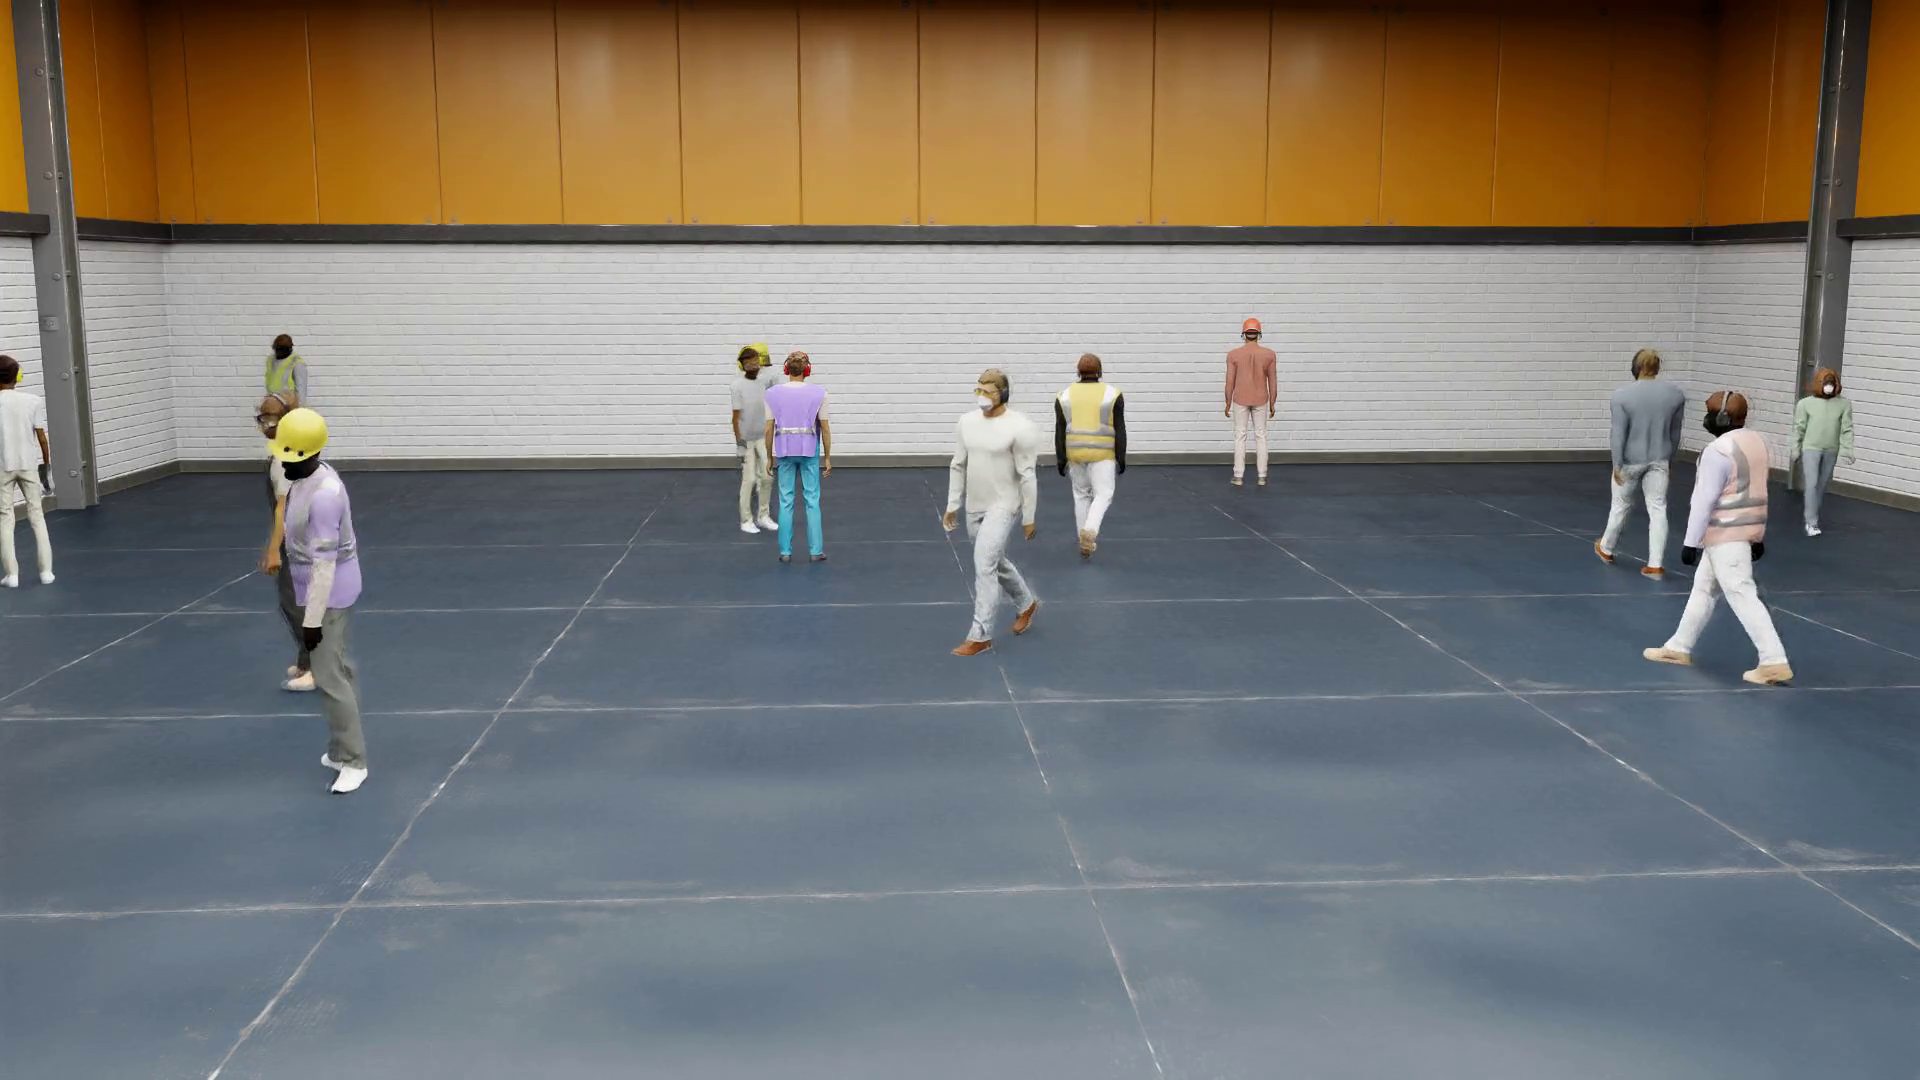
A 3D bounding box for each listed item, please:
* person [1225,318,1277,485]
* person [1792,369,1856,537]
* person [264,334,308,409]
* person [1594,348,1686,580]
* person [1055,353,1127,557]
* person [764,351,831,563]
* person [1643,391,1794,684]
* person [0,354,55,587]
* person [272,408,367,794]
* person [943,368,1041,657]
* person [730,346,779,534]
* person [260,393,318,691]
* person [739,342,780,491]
[{"bbox_3d":[3.466,-1.649,19.864,0.623,1.989,0.400,0,9,1],"label":"person"},{"bbox_3d":[8.269,-0.819,15.880,0.506,1.600,0.789,1,9,5],"label":"person"},{"bbox_3d":[-8.087,-1.590,20.117,0.691,1.804,0.597,5,11,30],"label":"person"},{"bbox_3d":[5.715,-0.659,13.972,0.640,1.882,1.024,0,9,3],"label":"person"},{"bbox_3d":[1.144,-0.742,14.710,0.631,1.824,0.771,3,10,20],"label":"person"},{"bbox_3d":[-1.407,-0.712,14.437,0.570,1.843,0.372,0,9,0],"label":"person"},{"bbox_3d":[4.788,-0.030,10.337,0.639,1.795,0.973,-9,12,-43],"label":"person"},{"bbox_3d":[-7.606,-0.548,13.372,0.556,1.859,0.321,-6,11,-33],"label":"person"},{"bbox_3d":[-3.141,0.277,8.154,0.382,1.878,0.721,-4,10,-25],"label":"person"},{"bbox_3d":[0.277,-0.213,11.173,0.624,1.910,0.974,9,13,44],"label":"person"},{"bbox_3d":[-2.005,-0.958,16.030,0.471,1.826,0.567,7,12,39],"label":"person"},{"bbox_3d":[-3.988,0.008,10.065,0.376,1.806,0.641,-1,9,-4],"label":"person"},{"bbox_3d":[-2.296,-1.436,19.354,0.489,1.729,0.450,3,10,20],"label":"person"}]
